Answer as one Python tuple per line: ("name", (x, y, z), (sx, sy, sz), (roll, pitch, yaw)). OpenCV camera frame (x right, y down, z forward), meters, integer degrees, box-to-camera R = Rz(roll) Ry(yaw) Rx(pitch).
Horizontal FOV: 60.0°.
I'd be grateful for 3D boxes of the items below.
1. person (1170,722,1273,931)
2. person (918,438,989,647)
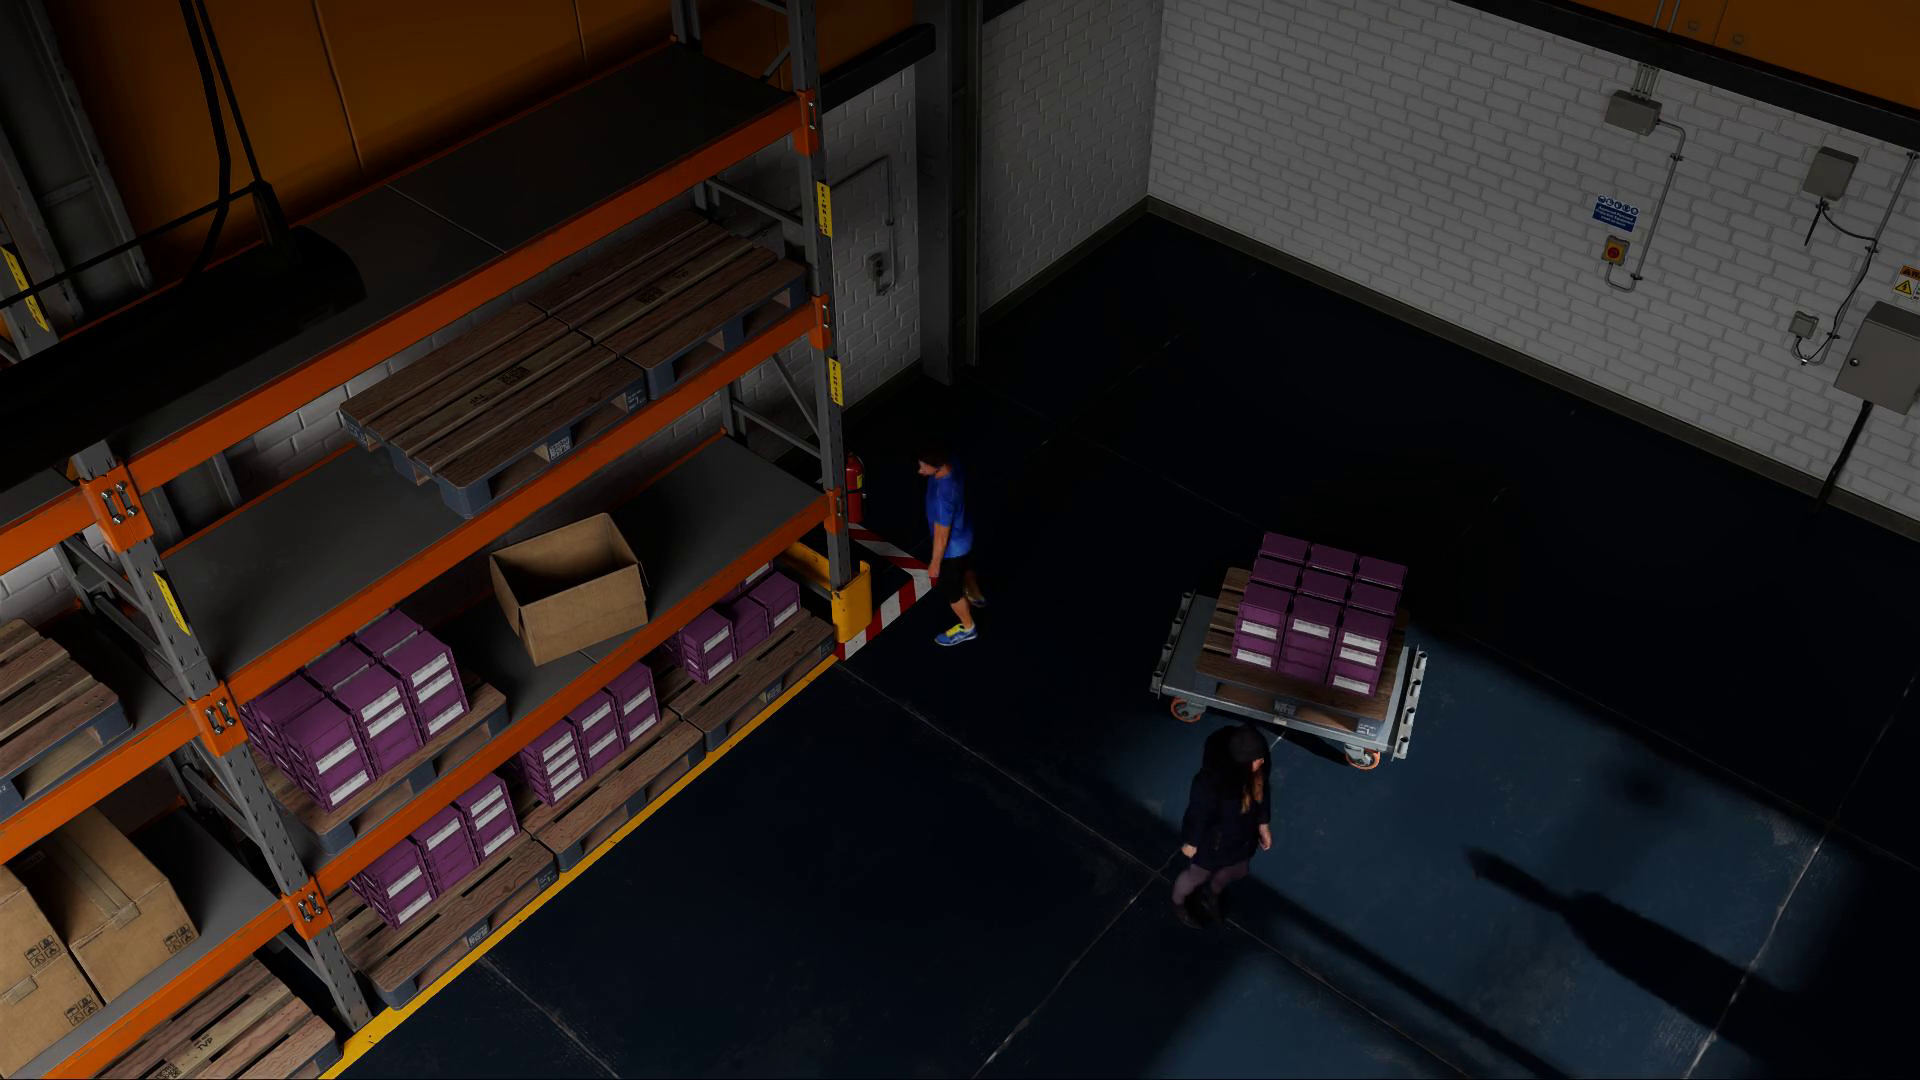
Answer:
("person", (1.455, 1.566, 9.351), (0.700, 1.650, 0.789), (-22, 48, -22))
("person", (-0.008, -0.007, 10.874), (0.985, 1.826, 0.880), (12, 45, 12))
